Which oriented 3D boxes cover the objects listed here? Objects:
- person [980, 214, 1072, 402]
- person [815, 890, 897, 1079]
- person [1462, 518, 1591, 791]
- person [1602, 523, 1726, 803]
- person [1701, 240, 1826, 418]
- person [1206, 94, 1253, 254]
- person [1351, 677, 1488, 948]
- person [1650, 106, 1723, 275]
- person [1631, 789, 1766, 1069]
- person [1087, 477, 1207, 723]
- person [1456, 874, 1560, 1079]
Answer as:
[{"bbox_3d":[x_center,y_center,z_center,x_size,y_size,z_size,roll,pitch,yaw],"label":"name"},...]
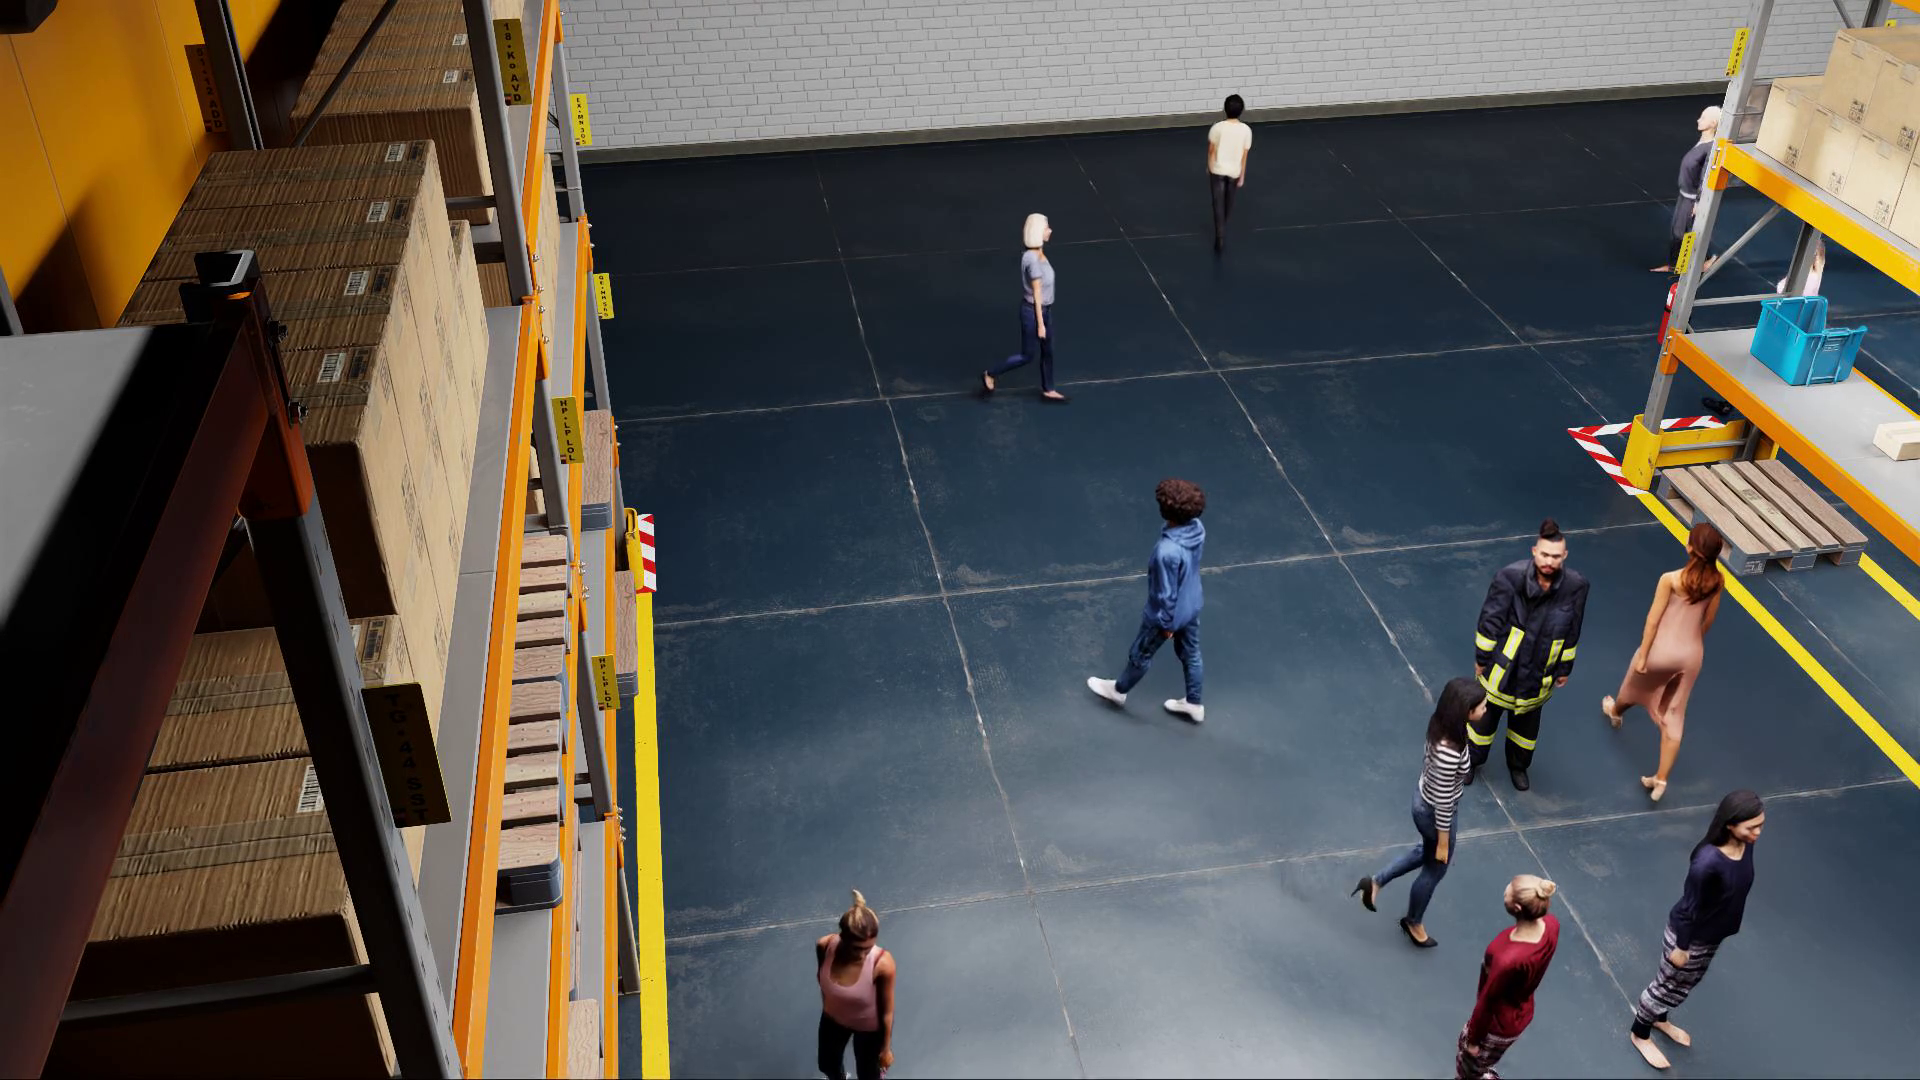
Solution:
[{"bbox_3d":[0.551,-1.906,13.985,0.889,1.701,1.031,5,34,8],"label":"person"},{"bbox_3d":[-0.496,2.212,7.844,0.789,1.640,0.803,23,40,30],"label":"person"},{"bbox_3d":[3.372,0.683,9.946,0.849,1.859,0.834,7,34,10],"label":"person"},{"bbox_3d":[4.266,0.760,9.902,0.729,1.781,1.154,-1,34,-1],"label":"person"},{"bbox_3d":[6.897,-1.662,13.673,0.980,1.640,1.124,8,35,12],"label":"person"},{"bbox_3d":[2.677,-3.659,16.761,0.664,1.547,1.017,-1,34,-2],"label":"person"},{"bbox_3d":[2.452,1.450,8.869,0.830,1.774,0.789,10,35,14],"label":"person"},{"bbox_3d":[7.207,-3.363,16.161,0.813,1.717,0.825,5,34,7],"label":"person"},{"bbox_3d":[3.659,1.894,8.239,0.683,1.733,0.680,-25,41,-32],"label":"person"},{"bbox_3d":[1.404,0.416,10.423,1.118,1.778,1.054,21,39,28],"label":"person"},{"bbox_3d":[2.593,2.249,7.752,0.911,1.681,1.014,-29,43,-36],"label":"person"}]
